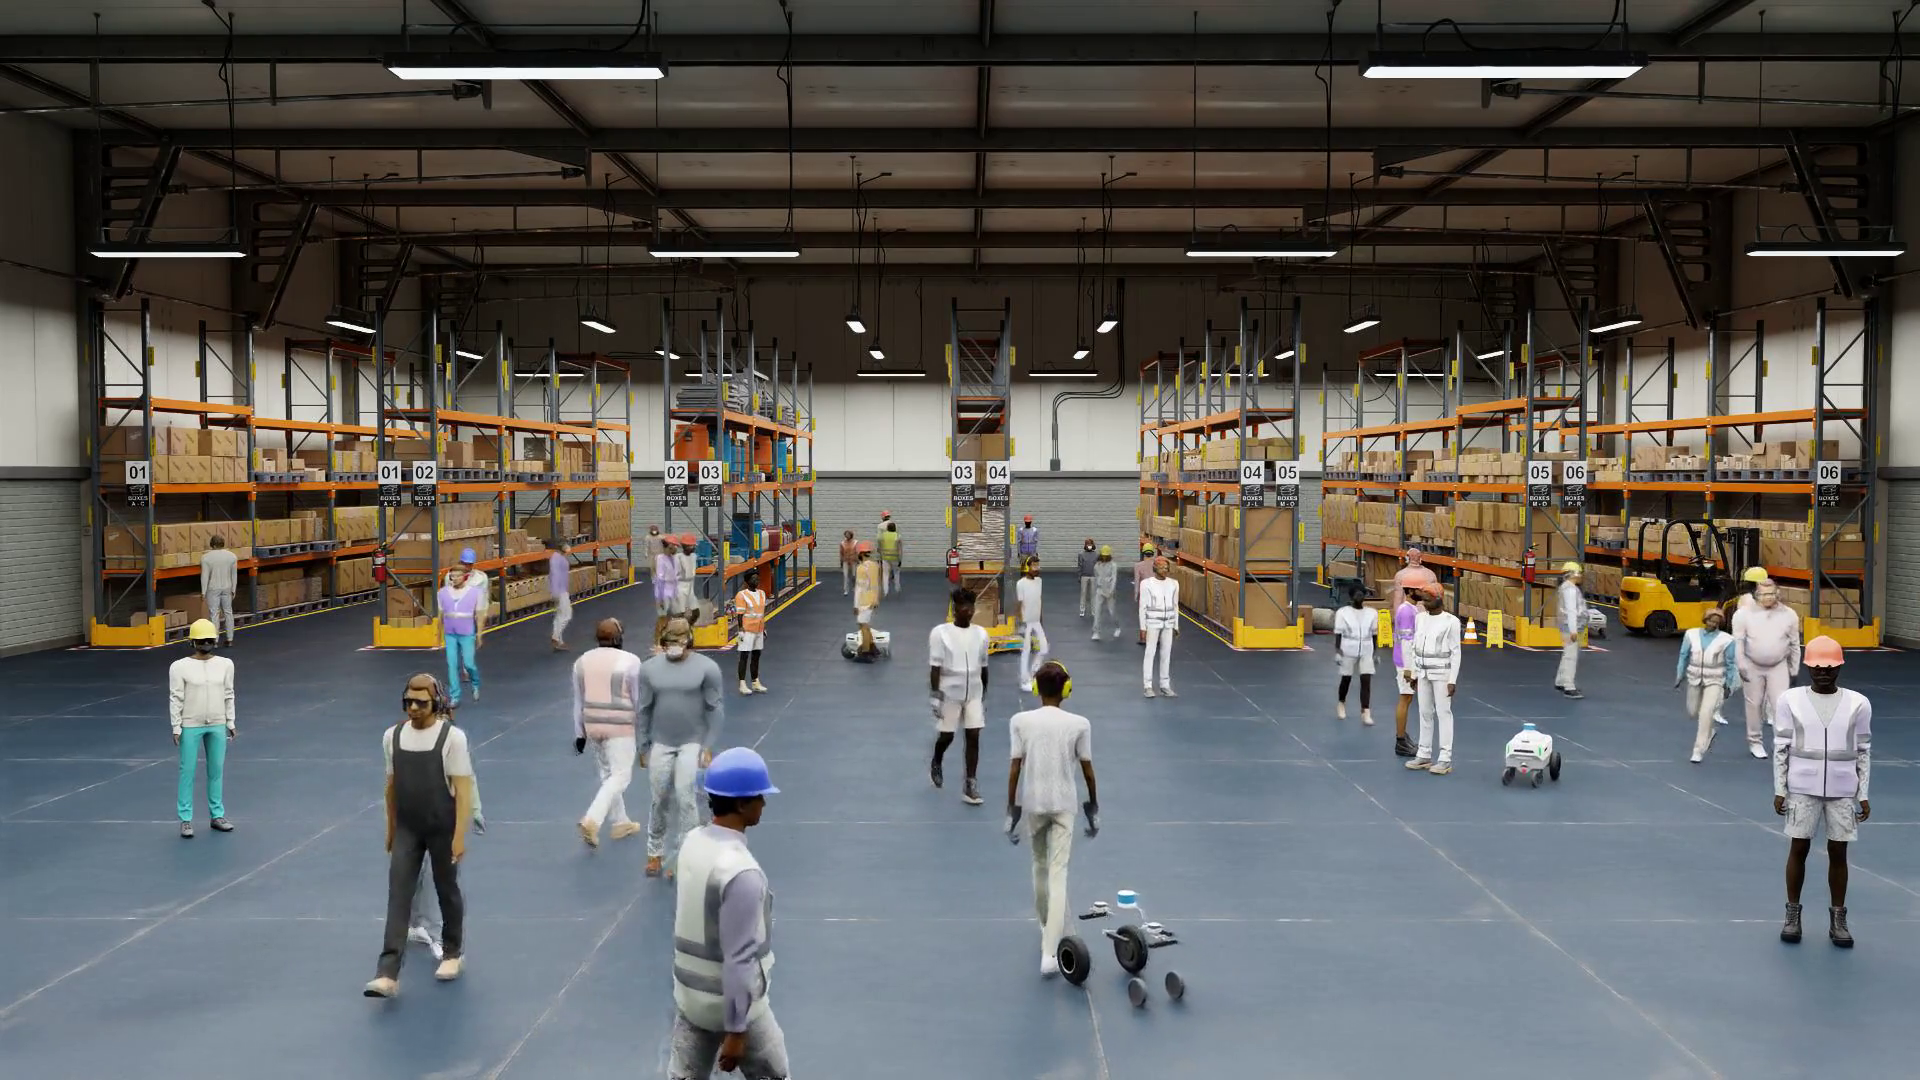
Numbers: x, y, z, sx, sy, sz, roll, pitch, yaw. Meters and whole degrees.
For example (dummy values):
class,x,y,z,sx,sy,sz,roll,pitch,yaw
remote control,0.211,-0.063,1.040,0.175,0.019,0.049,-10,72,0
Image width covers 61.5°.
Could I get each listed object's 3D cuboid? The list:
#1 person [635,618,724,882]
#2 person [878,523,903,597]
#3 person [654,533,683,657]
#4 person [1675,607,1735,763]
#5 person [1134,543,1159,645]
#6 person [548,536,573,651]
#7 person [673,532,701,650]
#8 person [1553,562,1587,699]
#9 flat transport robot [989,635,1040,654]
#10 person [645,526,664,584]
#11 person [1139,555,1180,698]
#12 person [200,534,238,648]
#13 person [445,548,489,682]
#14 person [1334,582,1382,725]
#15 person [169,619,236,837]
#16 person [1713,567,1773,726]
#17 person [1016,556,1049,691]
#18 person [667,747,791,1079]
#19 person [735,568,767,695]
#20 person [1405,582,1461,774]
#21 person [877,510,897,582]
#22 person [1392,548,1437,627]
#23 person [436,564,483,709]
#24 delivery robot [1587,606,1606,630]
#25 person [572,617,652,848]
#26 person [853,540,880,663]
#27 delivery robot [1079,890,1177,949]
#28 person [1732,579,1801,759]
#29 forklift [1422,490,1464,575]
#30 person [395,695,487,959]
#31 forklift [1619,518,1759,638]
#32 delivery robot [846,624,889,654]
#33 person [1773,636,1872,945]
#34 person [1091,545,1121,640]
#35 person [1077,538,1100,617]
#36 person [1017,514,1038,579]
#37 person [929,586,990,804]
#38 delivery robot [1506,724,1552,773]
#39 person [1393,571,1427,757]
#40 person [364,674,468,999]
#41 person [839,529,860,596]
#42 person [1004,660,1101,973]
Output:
class,x,y,z,sx,sy,sz,roll,pitch,yaw
person,-2.053,1.522,11.840,0.670,1.902,0.476,0,2,10
person,-1.670,0.475,39.452,0.627,1.799,0.932,0,2,10
person,-4.734,0.901,26.110,0.492,2.009,0.697,0,2,9
person,7.740,1.471,16.706,0.557,1.602,0.683,2,3,45
person,3.280,0.939,28.143,0.523,1.769,0.321,0,2,-9
person,-6.661,0.904,27.036,0.436,1.925,0.658,0,2,-4
person,-4.600,0.869,26.991,0.596,2.000,0.632,1,3,29
person,8.115,1.197,21.476,0.424,1.790,0.639,1,2,19
flat transport robot,0.725,1.738,27.104,1.431,0.197,0.652,-2,3,-41
person,-8.254,0.411,43.618,0.509,1.588,0.842,0,2,-9
person,2.654,1.146,21.469,0.584,1.883,0.337,-1,2,-20
person,-12.720,0.872,27.701,0.373,1.940,0.627,2,3,40
person,-7.018,1.071,22.963,0.617,1.915,0.512,-1,3,-25
person,4.745,1.344,19.296,0.565,1.711,0.532,0,2,-1
person,-6.224,1.530,13.292,0.310,1.769,0.525,2,3,42
person,9.279,1.247,19.021,0.984,1.889,0.598,1,2,23
person,1.000,1.137,22.027,0.562,1.853,0.451,-2,3,-44
person,-0.965,1.746,6.196,0.969,1.911,0.599,-2,3,-36
person,-2.807,1.226,21.793,0.315,1.696,0.541,2,3,36
person,4.709,1.360,16.052,0.355,1.887,0.573,-1,3,-31
person,-2.053,0.161,45.099,0.622,1.986,0.406,-1,3,-27
person,6.477,1.072,23.073,0.646,1.907,0.401,0,2,-10
person,-6.356,1.211,20.543,0.579,1.833,0.473,0,2,-1
delivery robot,11.641,1.449,29.710,0.477,0.478,0.707,0,2,8
person,-2.813,1.525,12.893,0.626,1.817,0.852,1,3,26
person,-1.509,0.968,25.392,0.400,1.926,0.566,1,3,26
delivery robot,0.955,2.133,9.260,0.335,0.223,0.698,-1,3,-31
person,8.316,1.351,16.637,0.662,1.870,0.881,1,2,21
forklift,13.926,-0.371,47.846,1.873,2.768,1.129,0,2,0
person,-3.215,1.739,9.953,0.764,1.592,0.526,2,3,38
forklift,13.417,0.684,29.791,2.313,2.155,1.214,0,2,0
delivery robot,-1.478,1.597,25.967,0.707,0.478,0.477,-2,3,-42
person,5.440,1.568,10.187,0.553,1.935,0.361,1,2,22
person,2.653,0.930,29.156,0.481,1.704,0.769,1,3,28
person,2.701,0.782,33.756,0.497,1.633,0.285,0,2,-5
person,1.786,0.288,42.445,0.550,1.933,0.374,0,2,-3
person,-0.020,1.384,14.675,0.621,1.948,0.742,-1,2,-22
delivery robot,5.476,2.011,15.528,0.477,0.478,0.707,1,3,27
person,4.781,1.293,17.101,0.378,1.938,0.547,1,2,20
person,-3.091,1.675,9.214,0.538,1.800,0.870,0,2,5
person,-2.714,0.545,39.833,0.533,1.624,0.532,0,2,6
person,0.574,1.644,9.862,0.559,1.813,0.996,1,2,13
